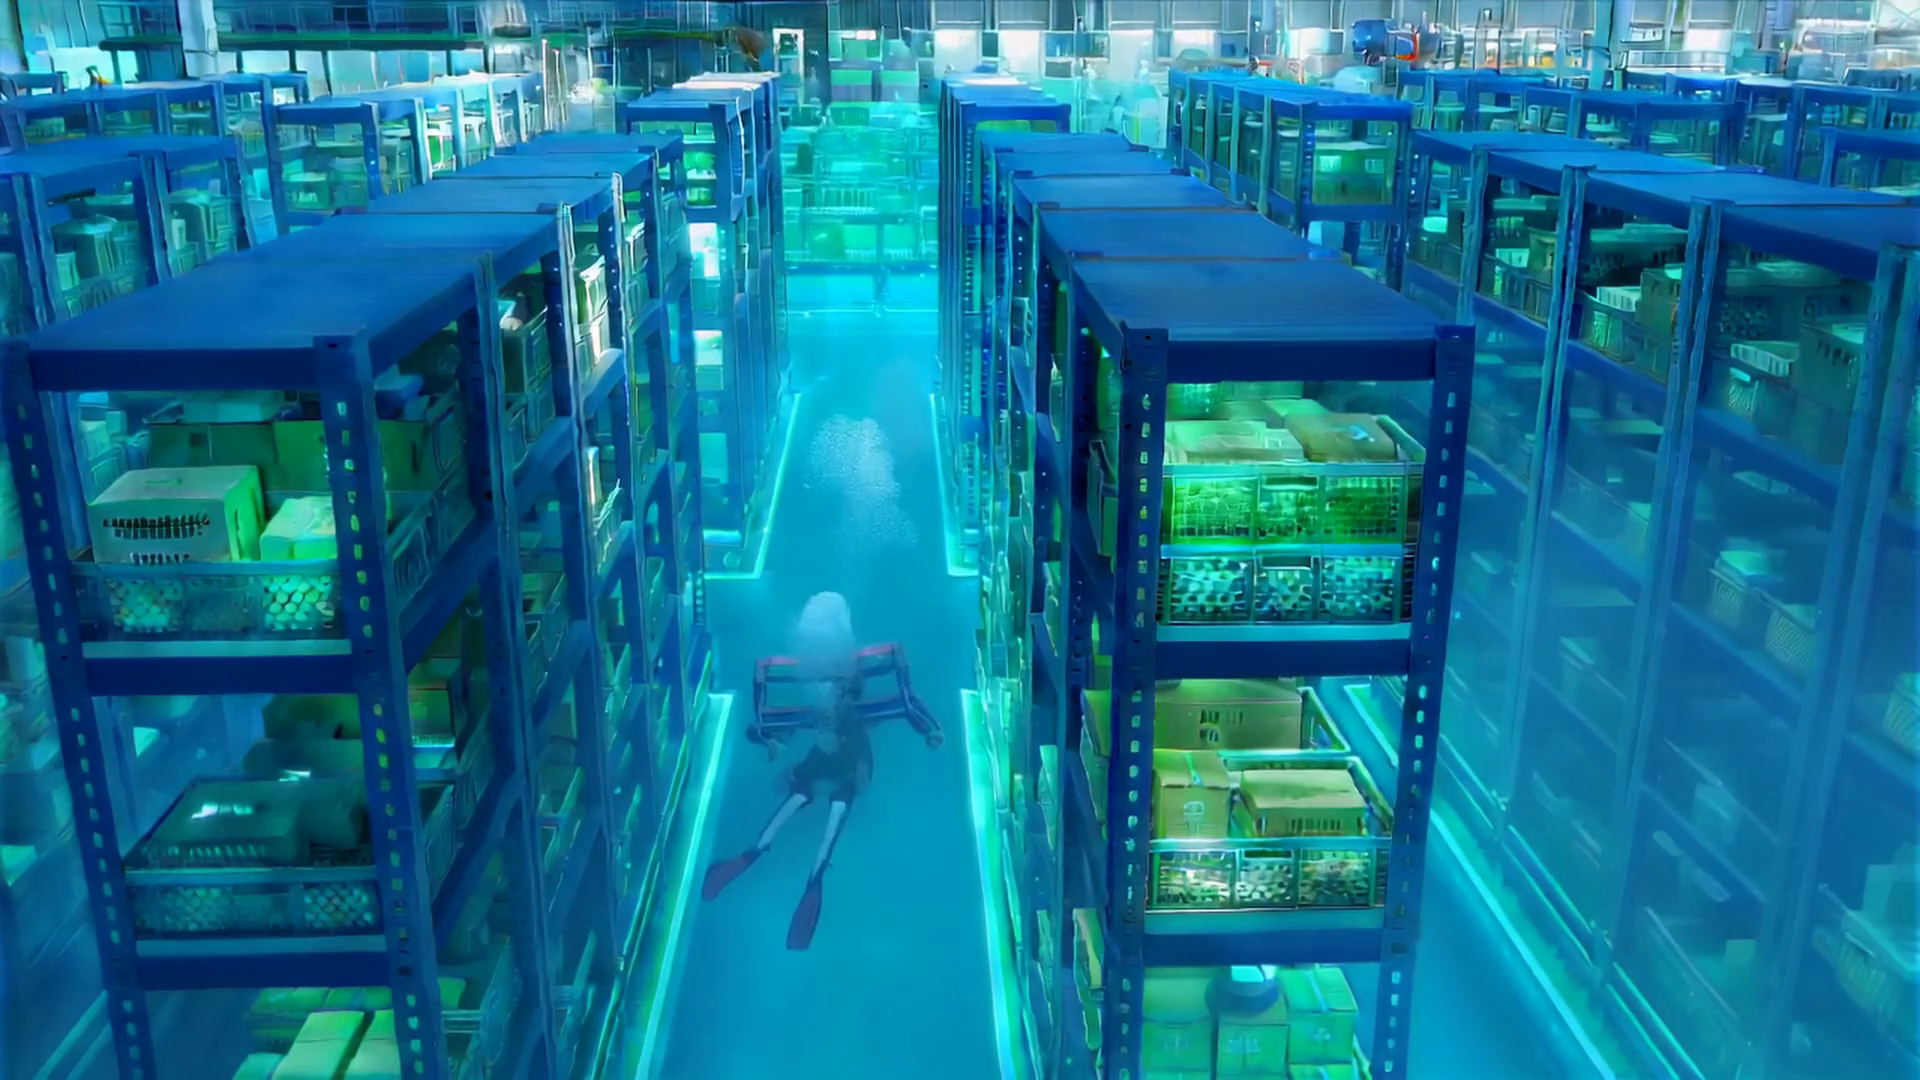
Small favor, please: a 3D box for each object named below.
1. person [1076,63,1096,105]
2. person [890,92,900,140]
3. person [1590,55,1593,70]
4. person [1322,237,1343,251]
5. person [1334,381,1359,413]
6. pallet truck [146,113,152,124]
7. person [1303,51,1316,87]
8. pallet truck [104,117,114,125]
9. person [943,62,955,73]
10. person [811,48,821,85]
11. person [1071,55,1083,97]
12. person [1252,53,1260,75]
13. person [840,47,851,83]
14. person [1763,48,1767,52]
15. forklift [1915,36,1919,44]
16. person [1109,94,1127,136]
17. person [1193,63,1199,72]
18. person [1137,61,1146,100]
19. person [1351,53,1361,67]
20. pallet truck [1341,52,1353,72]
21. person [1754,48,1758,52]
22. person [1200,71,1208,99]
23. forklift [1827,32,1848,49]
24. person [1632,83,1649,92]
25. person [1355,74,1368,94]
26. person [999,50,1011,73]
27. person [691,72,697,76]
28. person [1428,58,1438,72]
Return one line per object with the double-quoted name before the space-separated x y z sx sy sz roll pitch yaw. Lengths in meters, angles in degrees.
"person" 5.579 -19.944 72.744 1.011 1.776 0.630 -10 20 -28
"person" -1.900 -12.345 49.252 0.310 1.769 0.523 -6 19 -19
"person" 35.026 -26.056 91.516 0.578 1.862 0.580 -12 21 -32
"person" 3.924 -2.215 17.606 0.634 1.949 0.961 -3 18 -8
"person" 2.776 -0.273 11.797 0.781 1.824 0.572 1 18 4
"pallet truck" -18.087 -8.309 36.390 1.885 1.965 0.823 -1 18 -4
"person" 17.430 -23.346 82.953 0.495 1.979 0.620 -14 22 -36
"pallet truck" -18.367 -7.885 35.078 1.885 1.965 0.823 1 18 2
"person" -0.575 -20.126 73.272 0.655 1.795 0.958 14 22 36
"person" -7.851 -25.816 90.707 0.672 1.903 0.571 -4 18 -13
"person" 5.507 -21.847 78.408 0.589 1.923 0.391 2 18 7
"person" 14.781 -23.432 83.355 0.610 1.893 0.664 7 19 22
"person" -6.374 -26.284 92.064 0.754 1.954 0.651 -8 19 -22
"person" 43.661 -25.743 90.434 0.635 1.936 0.355 9 20 25
"forklift" 50.200 -25.081 86.878 1.129 2.768 1.873 -10 20 -27
"person" 4.373 -11.399 46.158 0.538 1.869 0.313 7 19 22
"person" 9.273 -17.779 65.647 0.601 2.035 0.410 6 19 17
"person" 8.072 -20.287 73.730 0.557 1.825 0.647 16 24 41
"person" 20.997 -24.848 88.002 0.595 1.724 0.723 -10 20 -27
"pallet truck" 18.794 -23.123 82.231 0.823 1.965 1.885 -13 22 -35
"person" 43.489 -25.951 91.080 0.550 1.937 0.357 1 18 4
"person" 8.441 -15.193 57.623 0.683 2.000 0.537 -2 18 -5
"forklift" 46.023 -25.321 87.619 1.129 2.768 1.873 -1 18 -2
"person" 24.411 -15.853 59.783 0.362 1.963 0.613 -13 22 -36
"person" 13.900 -15.186 57.786 0.506 1.923 0.559 -7 19 -20
"person" 2.464 -24.870 87.778 0.947 1.901 0.656 15 23 39
"person" -9.722 -16.324 61.380 0.500 1.873 0.609 4 18 13
"person" 22.833 -22.427 80.499 0.483 1.736 0.311 17 24 42
